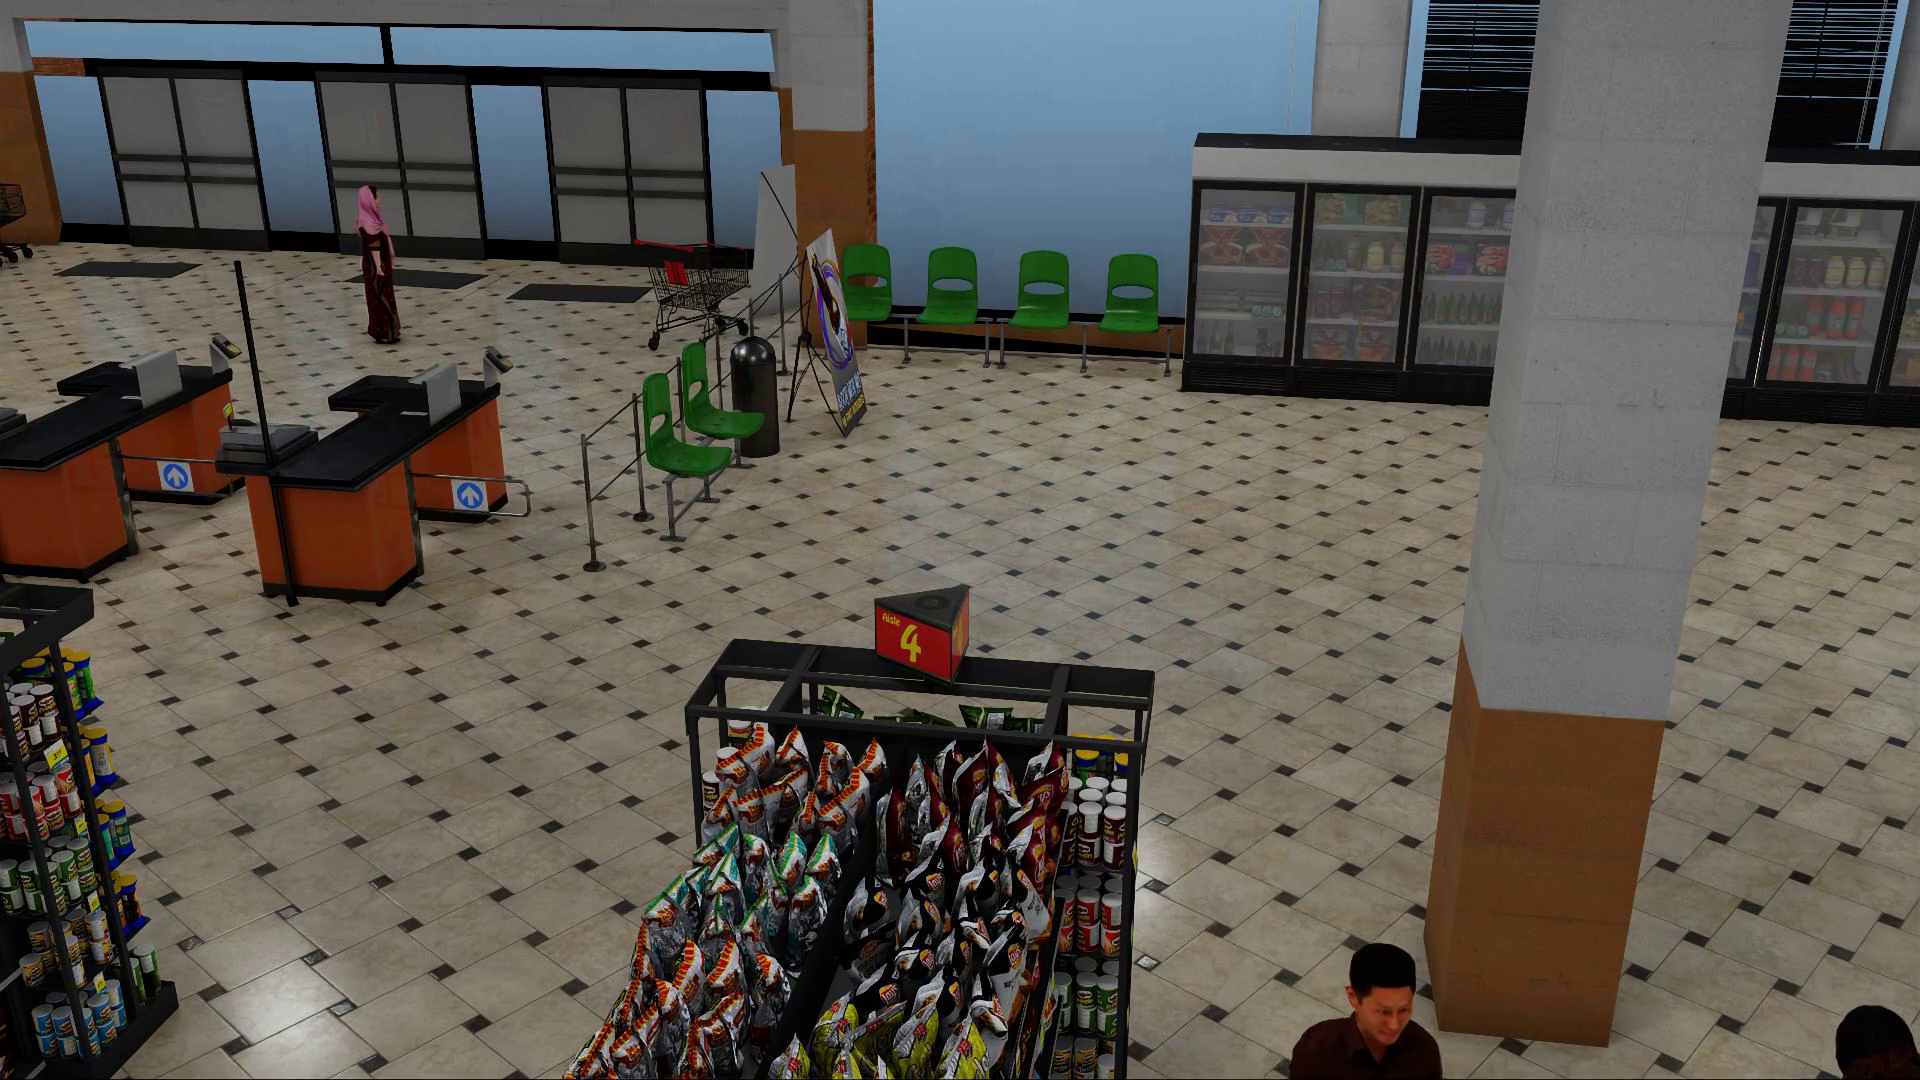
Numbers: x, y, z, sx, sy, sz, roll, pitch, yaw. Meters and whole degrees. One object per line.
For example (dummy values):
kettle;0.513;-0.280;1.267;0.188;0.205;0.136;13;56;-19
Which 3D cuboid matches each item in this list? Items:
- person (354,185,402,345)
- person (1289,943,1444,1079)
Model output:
person;-6.062;-2.865;17.283;0.814;1.630;0.696;-6;23;-16
person;1.166;1.935;5.163;0.783;1.762;0.800;-4;22;-9
